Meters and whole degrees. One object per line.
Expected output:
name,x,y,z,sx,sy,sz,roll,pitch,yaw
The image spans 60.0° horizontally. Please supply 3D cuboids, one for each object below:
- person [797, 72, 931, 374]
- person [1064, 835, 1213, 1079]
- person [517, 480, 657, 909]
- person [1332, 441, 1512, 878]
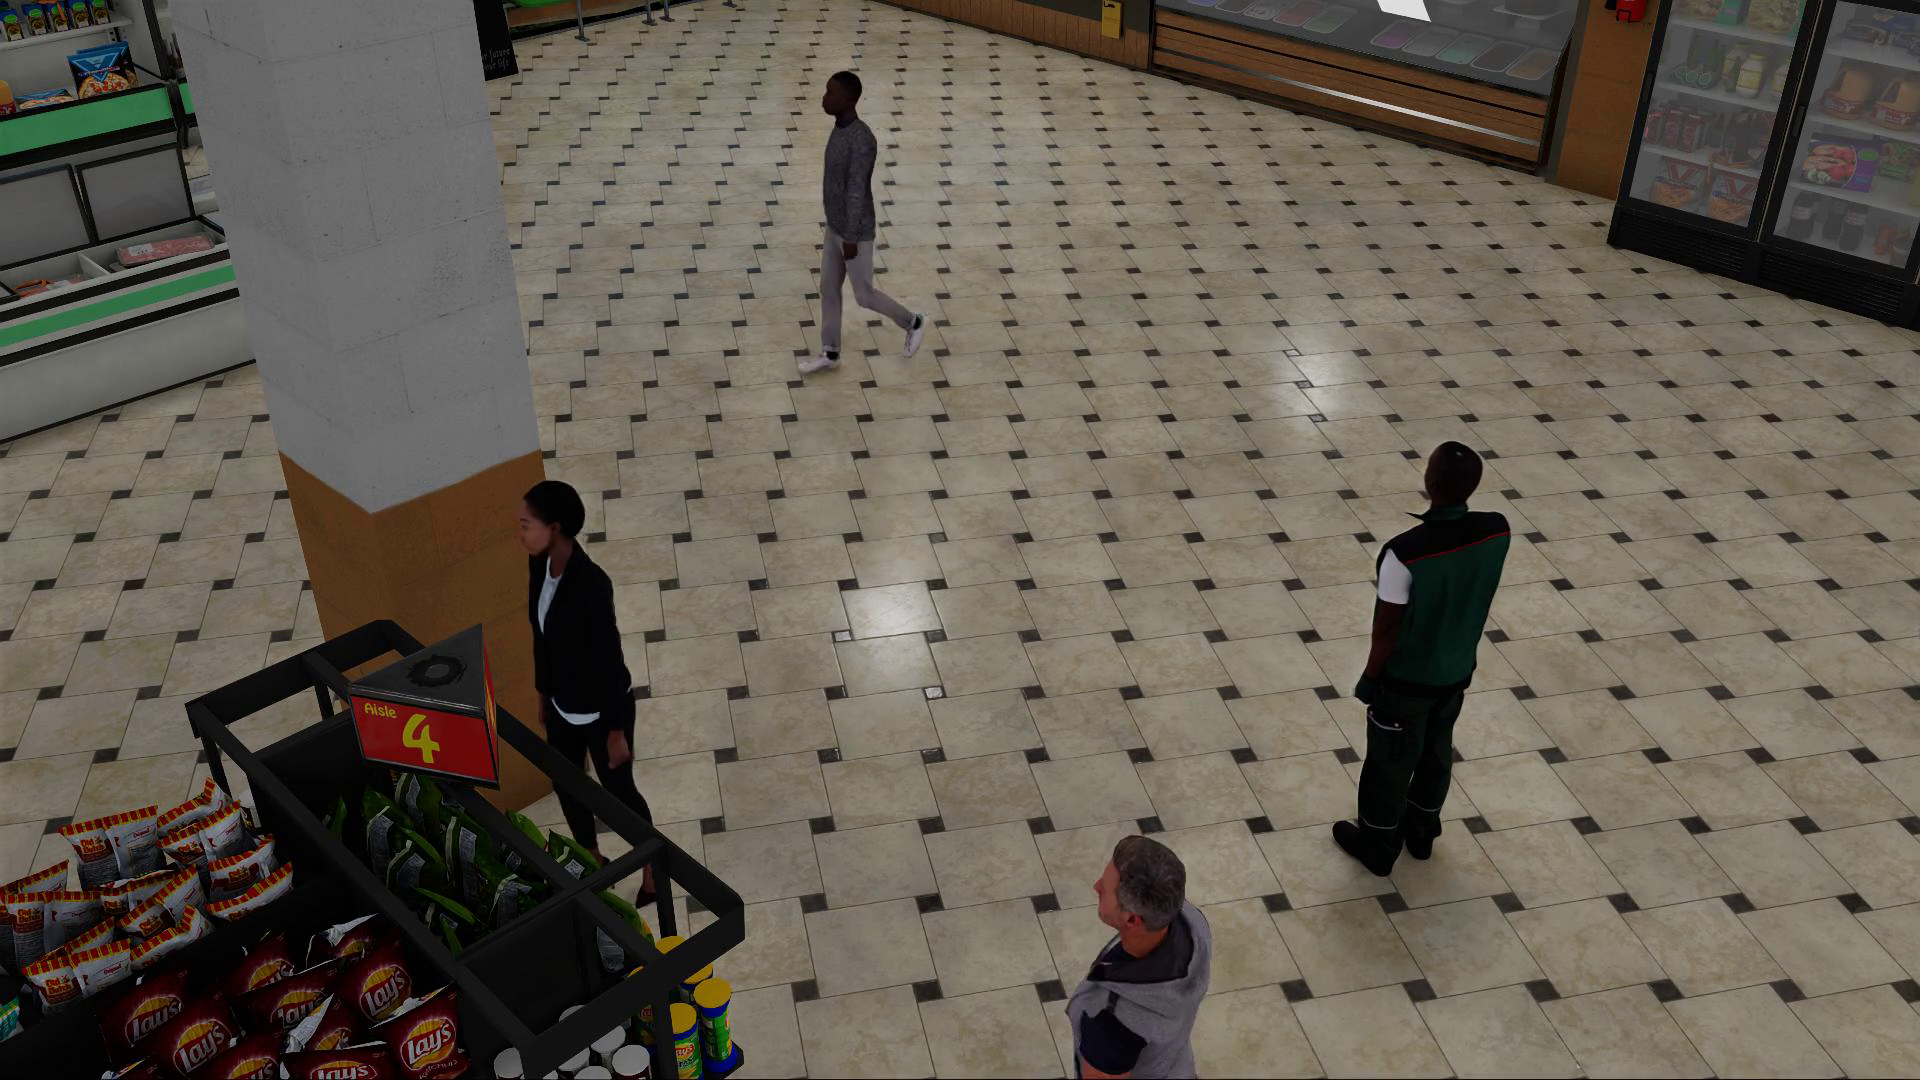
person,-0.558,-1.840,9.827,1.160,1.815,0.907,-14,35,-22
person,0.527,1.543,4.394,0.909,1.810,0.994,17,36,25
person,-1.311,0.615,5.865,0.646,1.833,0.636,18,36,26
person,1.700,0.459,6.109,0.677,1.840,0.823,-13,34,-21
